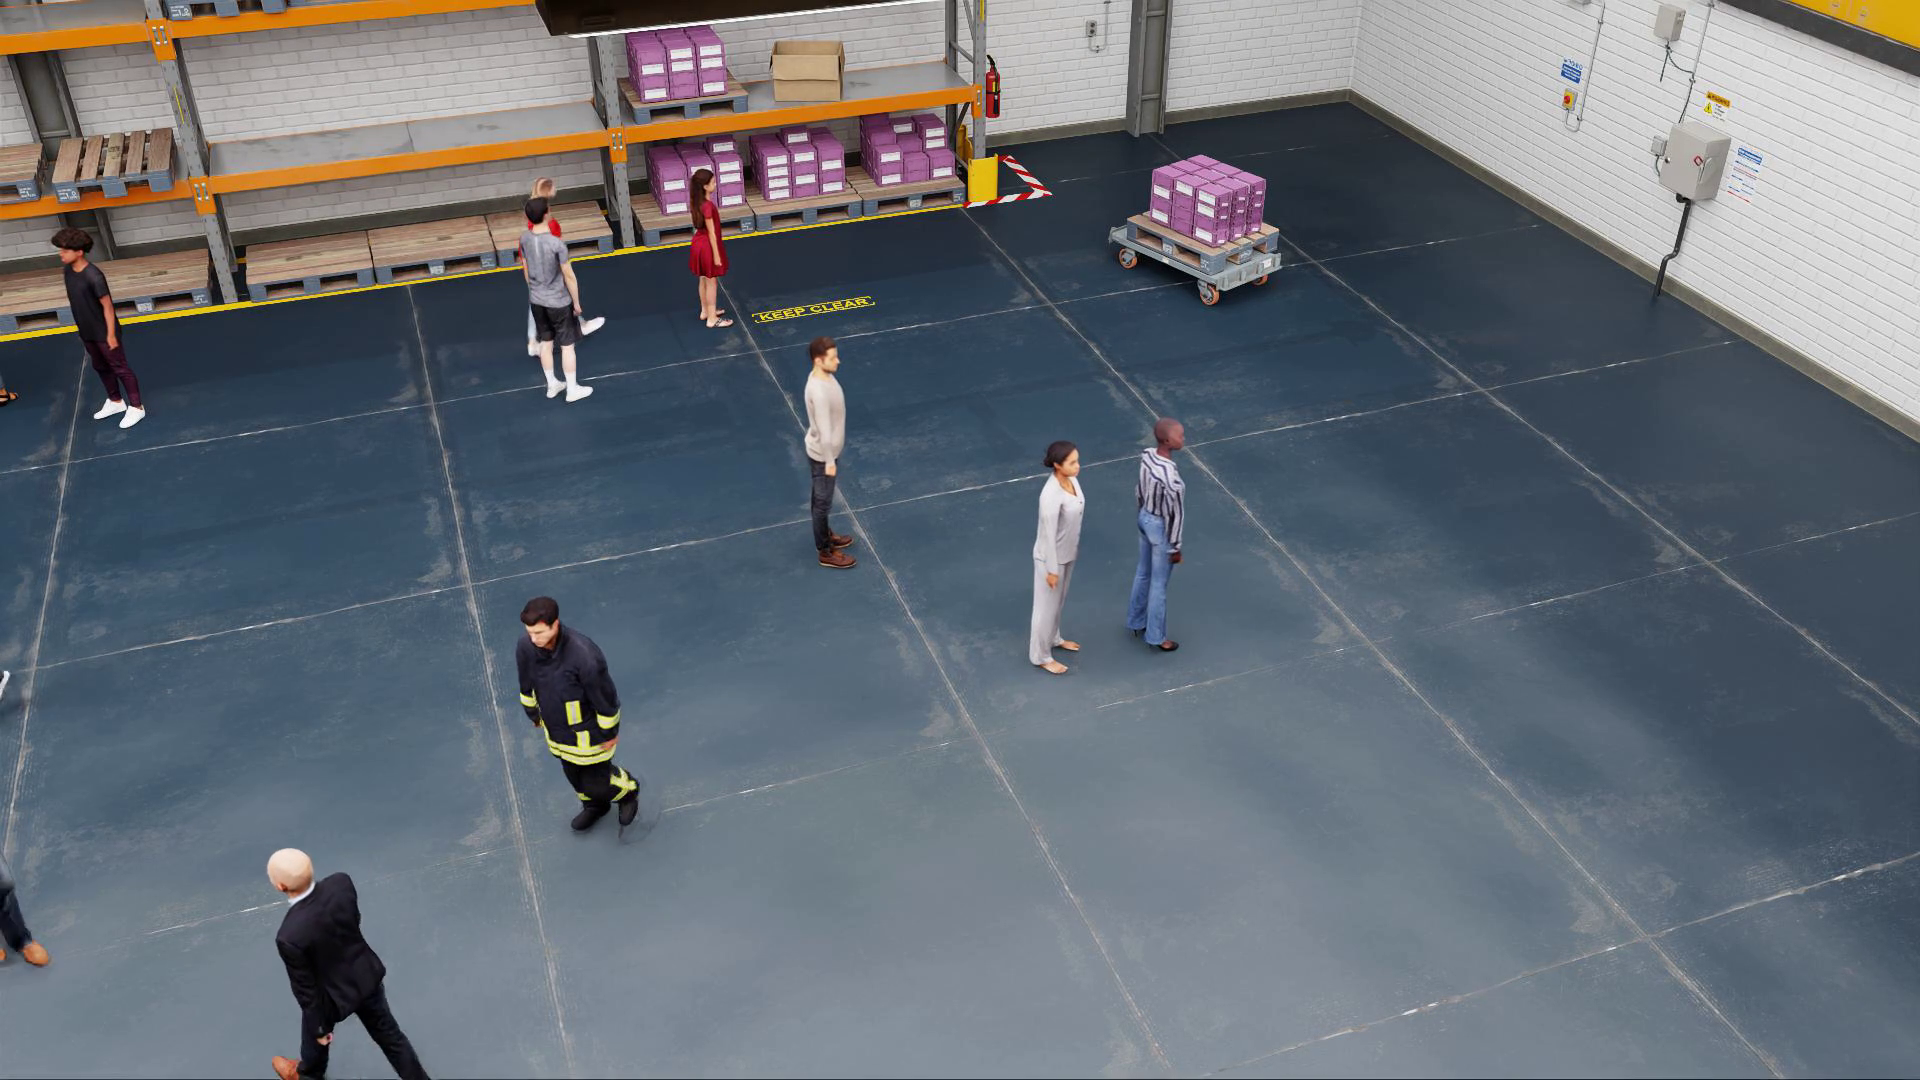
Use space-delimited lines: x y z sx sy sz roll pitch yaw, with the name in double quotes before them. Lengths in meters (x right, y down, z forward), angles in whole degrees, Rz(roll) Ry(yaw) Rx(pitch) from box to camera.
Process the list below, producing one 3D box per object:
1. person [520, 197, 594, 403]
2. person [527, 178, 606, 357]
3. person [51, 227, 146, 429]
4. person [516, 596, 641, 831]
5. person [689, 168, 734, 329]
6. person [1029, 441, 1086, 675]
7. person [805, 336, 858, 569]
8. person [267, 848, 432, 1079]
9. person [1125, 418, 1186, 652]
"person" -3.581 -2.102 14.532 0.719 1.872 0.776 15 36 21
"person" -3.864 -2.468 15.279 1.165 1.655 0.917 -29 43 -36
"person" -7.367 -1.839 14.216 0.723 1.784 0.767 18 38 25
"person" -2.236 1.007 9.847 1.050 1.881 1.108 14 36 19
"person" -2.411 -2.795 15.863 0.614 1.553 0.552 -15 36 -21
"person" 0.656 0.082 11.370 0.754 1.735 0.703 13 36 19
"person" -1.016 -0.666 12.380 0.664 1.863 0.710 -2 34 -4
"person" -2.958 2.217 8.145 1.251 1.751 1.216 16 37 23
"person" 1.362 -0.038 11.498 0.528 1.794 0.618 -13 36 -18
